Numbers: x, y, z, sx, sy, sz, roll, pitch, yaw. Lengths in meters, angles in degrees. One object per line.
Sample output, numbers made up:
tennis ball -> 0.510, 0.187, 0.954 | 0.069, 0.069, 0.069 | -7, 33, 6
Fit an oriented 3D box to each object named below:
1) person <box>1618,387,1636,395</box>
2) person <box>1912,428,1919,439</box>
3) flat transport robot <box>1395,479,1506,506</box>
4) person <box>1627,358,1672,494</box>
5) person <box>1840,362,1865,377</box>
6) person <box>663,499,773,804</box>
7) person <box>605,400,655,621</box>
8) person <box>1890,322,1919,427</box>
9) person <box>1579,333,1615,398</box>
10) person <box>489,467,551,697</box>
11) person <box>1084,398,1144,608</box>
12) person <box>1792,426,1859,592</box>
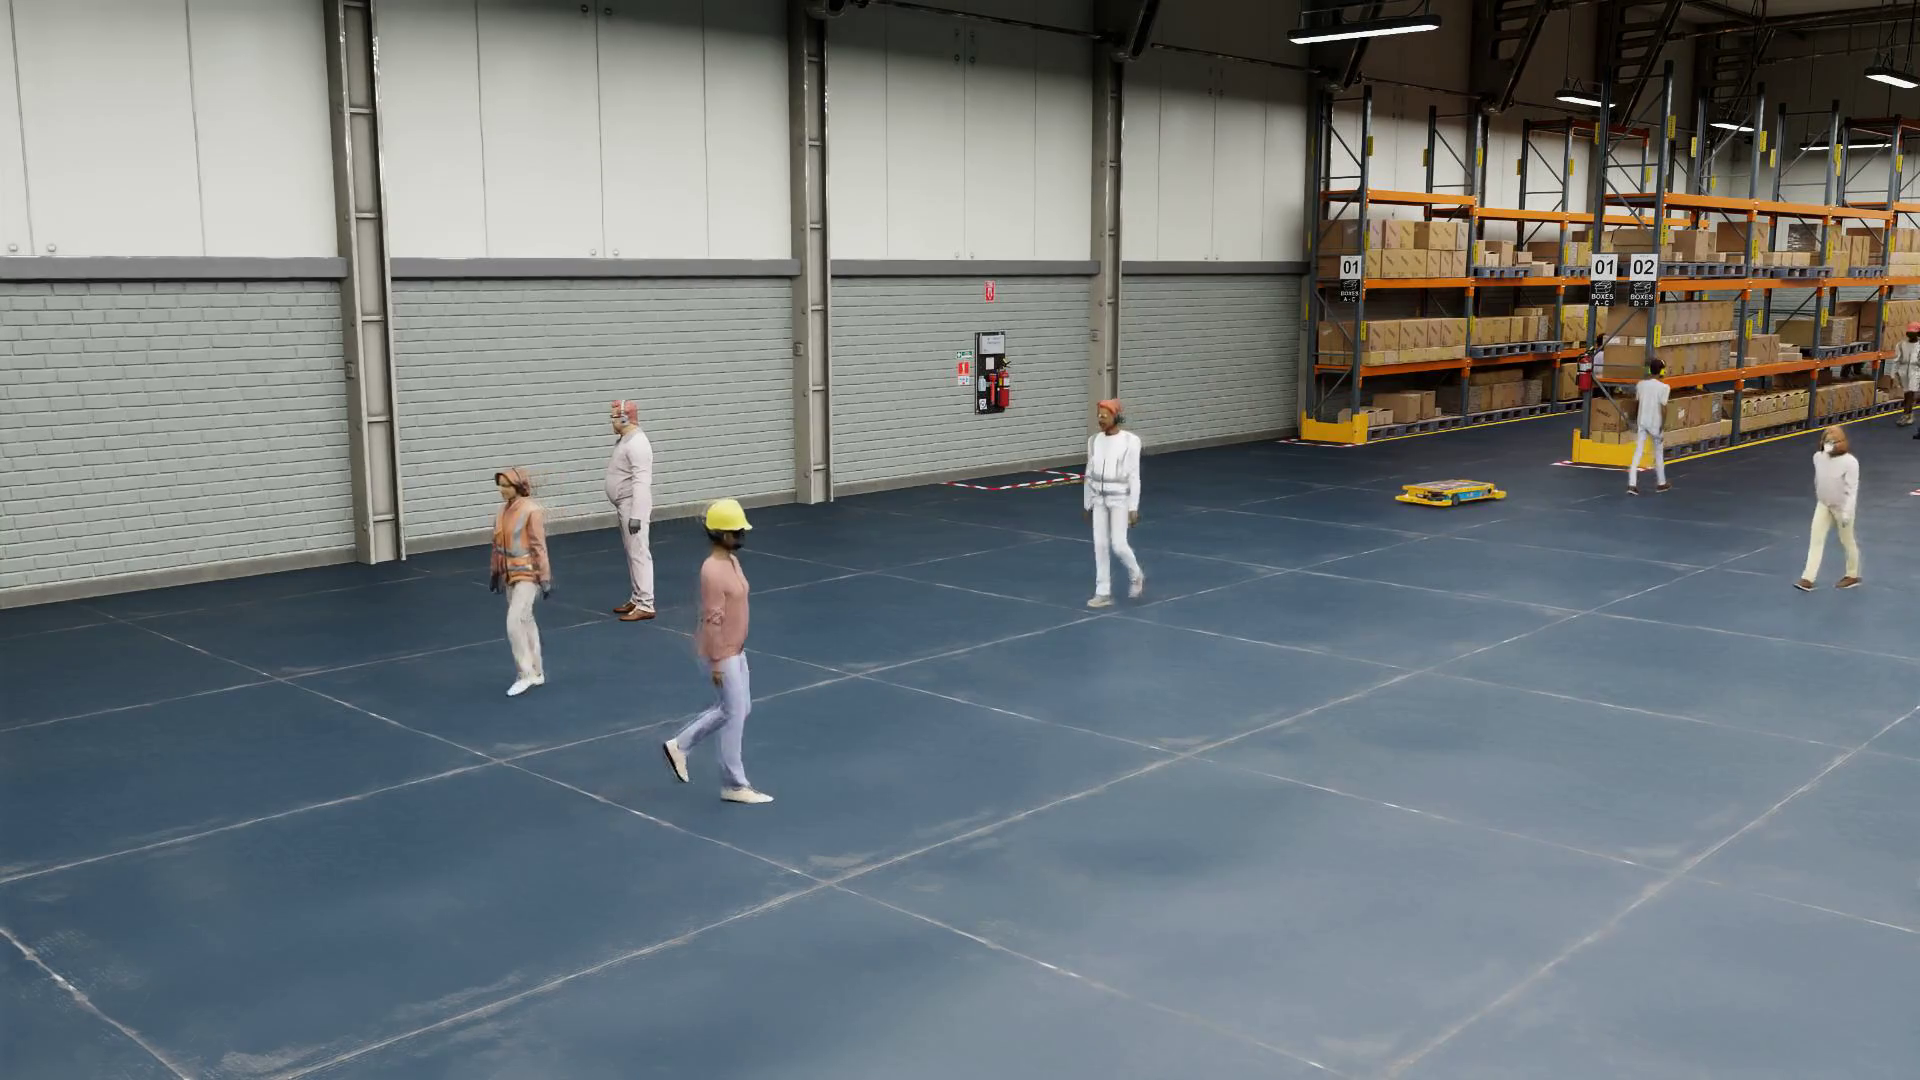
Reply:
person -> 11.845, -2.660, 29.192 | 0.588, 1.835, 0.403 | 8, 12, 40
person -> 17.303, -2.724, 29.395 | 0.809, 1.914, 0.544 | -5, 11, -28
flat transport robot -> 6.357, -0.623, 21.531 | 1.431, 0.197, 0.652 | -7, 12, -36
person -> 9.252, -1.521, 22.306 | 0.972, 1.824, 0.539 | -8, 12, -41
person -> 20.557, -4.174, 38.146 | 0.950, 1.937, 0.674 | -3, 10, -19
person -> -1.386, 0.632, 9.397 | 0.598, 1.751, 0.529 | 1, 9, 7
person -> -2.850, -0.258, 14.340 | 0.401, 1.904, 0.646 | -3, 10, -16
person -> 18.133, -3.155, 31.748 | 1.076, 1.990, 0.626 | -9, 13, -43
person -> 11.375, -2.751, 29.660 | 0.602, 1.875, 0.953 | 3, 10, 19
person -> -3.180, 0.294, 11.807 | 0.549, 1.619, 0.537 | 8, 13, 42
person -> 1.370, -0.332, 14.869 | 0.606, 1.875, 0.544 | 8, 12, 41
person -> 8.161, -0.286, 15.527 | 0.919, 1.560, 0.504 | -5, 11, -28
